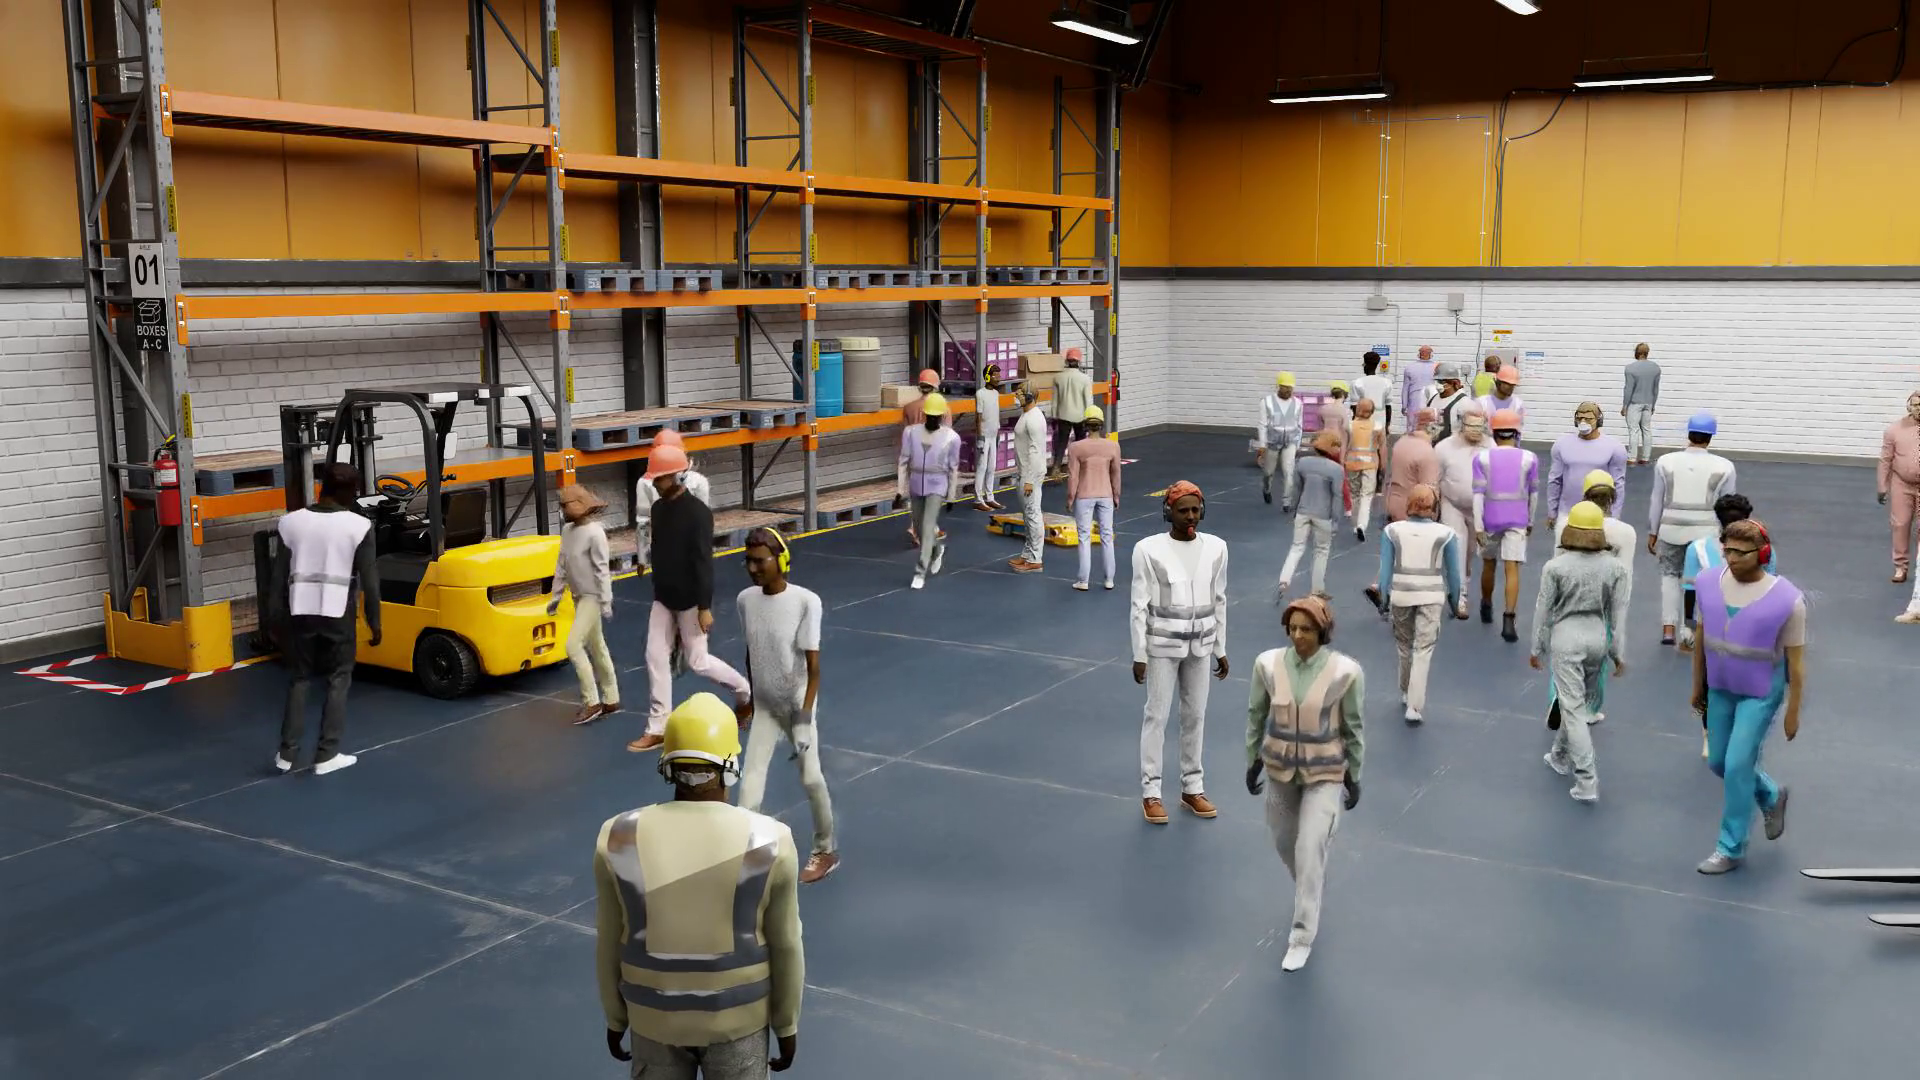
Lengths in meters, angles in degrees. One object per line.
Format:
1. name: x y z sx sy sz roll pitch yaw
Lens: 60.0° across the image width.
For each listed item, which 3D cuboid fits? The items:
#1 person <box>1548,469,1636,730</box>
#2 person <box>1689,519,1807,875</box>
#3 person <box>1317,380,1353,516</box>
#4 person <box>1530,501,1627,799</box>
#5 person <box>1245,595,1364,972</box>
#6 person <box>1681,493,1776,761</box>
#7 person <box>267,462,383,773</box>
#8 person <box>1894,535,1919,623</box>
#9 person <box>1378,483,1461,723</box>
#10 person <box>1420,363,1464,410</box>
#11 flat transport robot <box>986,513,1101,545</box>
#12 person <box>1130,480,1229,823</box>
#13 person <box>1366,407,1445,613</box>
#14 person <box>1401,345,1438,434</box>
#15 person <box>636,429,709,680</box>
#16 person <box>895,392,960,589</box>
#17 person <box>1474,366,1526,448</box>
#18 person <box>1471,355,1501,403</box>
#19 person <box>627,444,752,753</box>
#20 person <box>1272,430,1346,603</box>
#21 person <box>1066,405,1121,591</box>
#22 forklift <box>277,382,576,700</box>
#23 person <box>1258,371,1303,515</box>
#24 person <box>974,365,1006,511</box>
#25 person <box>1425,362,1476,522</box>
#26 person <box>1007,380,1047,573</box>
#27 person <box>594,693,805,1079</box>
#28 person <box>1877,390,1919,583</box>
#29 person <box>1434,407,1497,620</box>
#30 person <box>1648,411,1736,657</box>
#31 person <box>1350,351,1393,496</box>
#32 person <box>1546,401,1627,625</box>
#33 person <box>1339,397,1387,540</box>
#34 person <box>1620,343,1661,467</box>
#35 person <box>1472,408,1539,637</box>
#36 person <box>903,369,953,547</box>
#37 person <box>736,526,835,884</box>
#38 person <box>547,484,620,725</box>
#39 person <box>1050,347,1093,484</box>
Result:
1. person: 4.106 0.409 10.879 0.529 1.728 0.694 6 11 34
2. person: 4.032 0.763 8.437 0.713 1.810 0.597 -5 11 -30
3. person: 4.569 -1.109 20.431 0.912 1.714 0.523 -8 12 -41
4. person: 3.599 0.618 9.692 0.499 1.697 0.886 0 9 -3
5. person: 1.548 1.025 7.423 0.525 1.616 0.737 5 10 29
6. person: 4.682 0.544 10.187 0.533 1.677 0.383 4 10 25
7. person: -3.839 0.469 10.069 0.645 1.876 0.453 1 9 4
8. person: 8.555 -0.167 14.247 0.848 1.820 0.629 -2 9 -12
9. person: 3.111 0.422 11.280 0.532 1.604 0.817 4 10 25
10. person: 6.398 -1.428 22.044 0.587 1.843 0.953 6 11 32
11. flat transport robot: 0.990 -0.149 18.914 0.652 0.197 1.431 -7 11 -37
12. person: 1.211 0.611 9.153 0.582 1.882 0.351 -3 10 -19
13. person: 3.888 -0.211 14.334 0.513 1.875 0.673 -1 9 -6
14. person: 7.259 -2.111 26.111 0.647 1.901 0.402 2 9 10
15. person: -2.161 0.059 12.685 0.558 1.879 0.941 0 9 1
16. person: -0.270 -0.508 16.135 0.611 1.884 0.866 3 10 20
17. person: 6.069 -0.987 18.866 0.633 1.982 1.103 1 9 9
18. person: 7.600 -1.716 23.805 0.429 1.845 0.627 -5 11 -30
19. person: -1.704 0.351 10.596 0.870 1.955 0.626 -9 13 -44
20. person: 3.178 -0.192 15.063 0.556 1.598 0.692 8 12 40
21. person: 1.264 -0.395 15.803 0.532 1.765 0.328 -2 9 -11
22. forklift: -3.974 -0.067 12.417 2.313 2.155 1.214 5 11 30
23. person: 4.032 -1.248 21.050 0.583 1.803 0.792 0 9 -1
24. person: 0.368 -1.296 21.143 0.334 1.860 0.509 6 11 32
25. person: 5.324 -0.944 18.371 0.536 2.000 0.678 -5 10 -27
26. person: 0.689 -0.641 16.799 0.372 1.940 0.630 -1 9 -5
27. person: -0.740 1.343 4.783 0.593 1.824 0.403 0 9 -2
28. person: 9.261 -0.512 16.138 0.668 1.887 0.441 6 11 34
29. person: 4.505 -0.274 14.835 0.636 1.854 1.011 1 9 3
30. person: 5.780 -0.050 13.124 0.639 1.927 0.519 6 11 31
31. person: 5.530 -1.564 22.468 0.613 1.965 0.361 -1 9 -7
32. person: 5.285 -0.209 14.102 0.633 1.939 0.368 6 11 33
33. person: 4.570 -0.815 18.909 0.529 1.610 0.780 4 10 24
34. person: 10.569 -2.094 25.884 0.643 1.937 0.362 -3 10 -18
35. person: 4.558 -0.152 13.959 0.542 1.885 1.054 3 9 17
36. person: -0.376 -0.912 18.426 0.627 1.966 0.928 5 10 29
37. person: -0.871 0.838 7.955 0.522 1.816 0.958 4 10 24
38. person: -2.546 0.428 11.170 0.579 1.603 0.510 -7 11 -36
39. person: 1.580 -1.762 23.689 0.631 1.969 0.876 4 10 22
